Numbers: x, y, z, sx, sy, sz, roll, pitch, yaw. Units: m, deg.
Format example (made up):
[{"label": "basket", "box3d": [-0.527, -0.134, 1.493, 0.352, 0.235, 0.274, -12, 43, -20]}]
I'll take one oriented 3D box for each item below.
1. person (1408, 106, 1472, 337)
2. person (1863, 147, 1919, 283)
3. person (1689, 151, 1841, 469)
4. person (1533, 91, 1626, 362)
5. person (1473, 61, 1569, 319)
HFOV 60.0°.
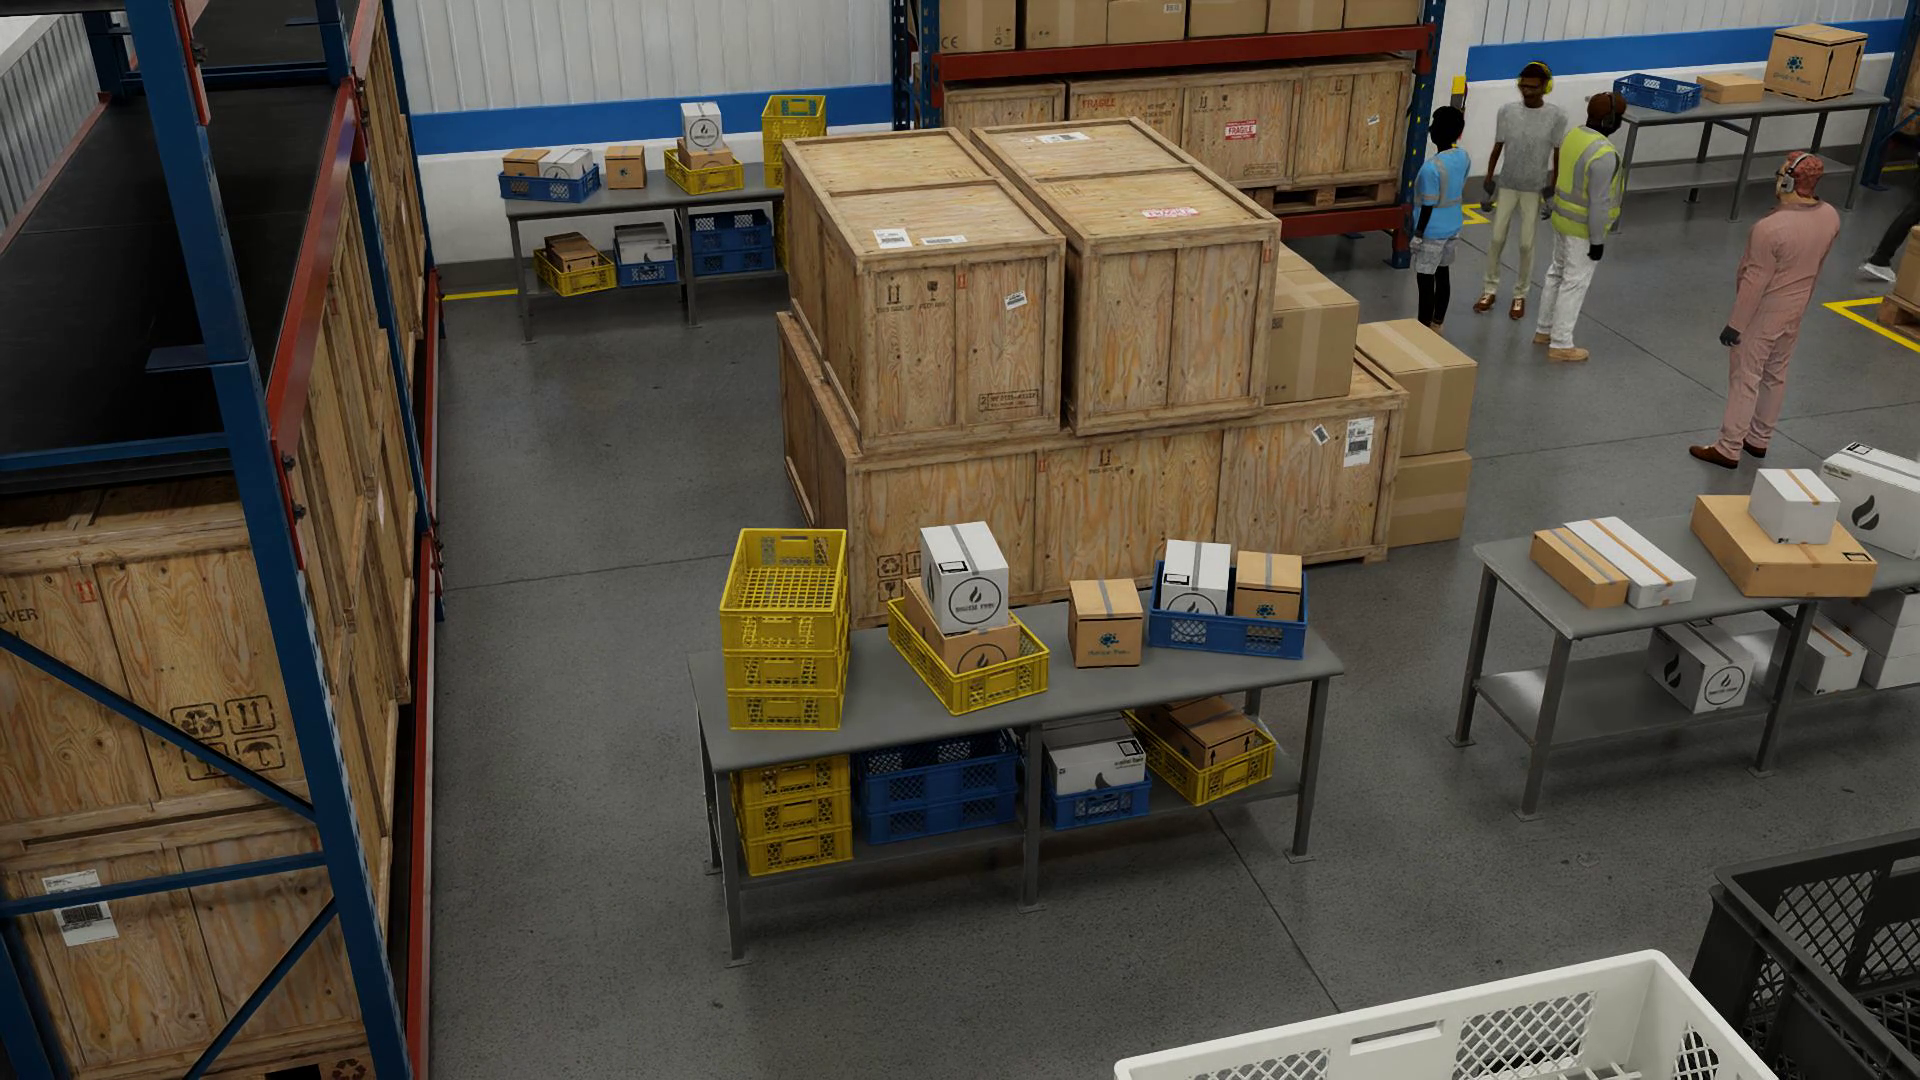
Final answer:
[{"label": "person", "box3d": [3.287, -2.150, 11.521, 0.322, 1.697, 0.531, 24, 37, 36]}, {"label": "person", "box3d": [7.551, -2.894, 12.725, 0.964, 1.854, 0.640, -14, 32, -23]}, {"label": "person", "box3d": [4.773, -1.352, 9.859, 0.642, 1.909, 0.410, -16, 32, -26]}, {"label": "person", "box3d": [4.253, -2.135, 11.358, 0.428, 1.836, 0.625, -1, 29, -2]}, {"label": "person", "box3d": [4.069, -2.532, 12.059, 0.542, 1.856, 0.340, 16, 33, 27]}]
